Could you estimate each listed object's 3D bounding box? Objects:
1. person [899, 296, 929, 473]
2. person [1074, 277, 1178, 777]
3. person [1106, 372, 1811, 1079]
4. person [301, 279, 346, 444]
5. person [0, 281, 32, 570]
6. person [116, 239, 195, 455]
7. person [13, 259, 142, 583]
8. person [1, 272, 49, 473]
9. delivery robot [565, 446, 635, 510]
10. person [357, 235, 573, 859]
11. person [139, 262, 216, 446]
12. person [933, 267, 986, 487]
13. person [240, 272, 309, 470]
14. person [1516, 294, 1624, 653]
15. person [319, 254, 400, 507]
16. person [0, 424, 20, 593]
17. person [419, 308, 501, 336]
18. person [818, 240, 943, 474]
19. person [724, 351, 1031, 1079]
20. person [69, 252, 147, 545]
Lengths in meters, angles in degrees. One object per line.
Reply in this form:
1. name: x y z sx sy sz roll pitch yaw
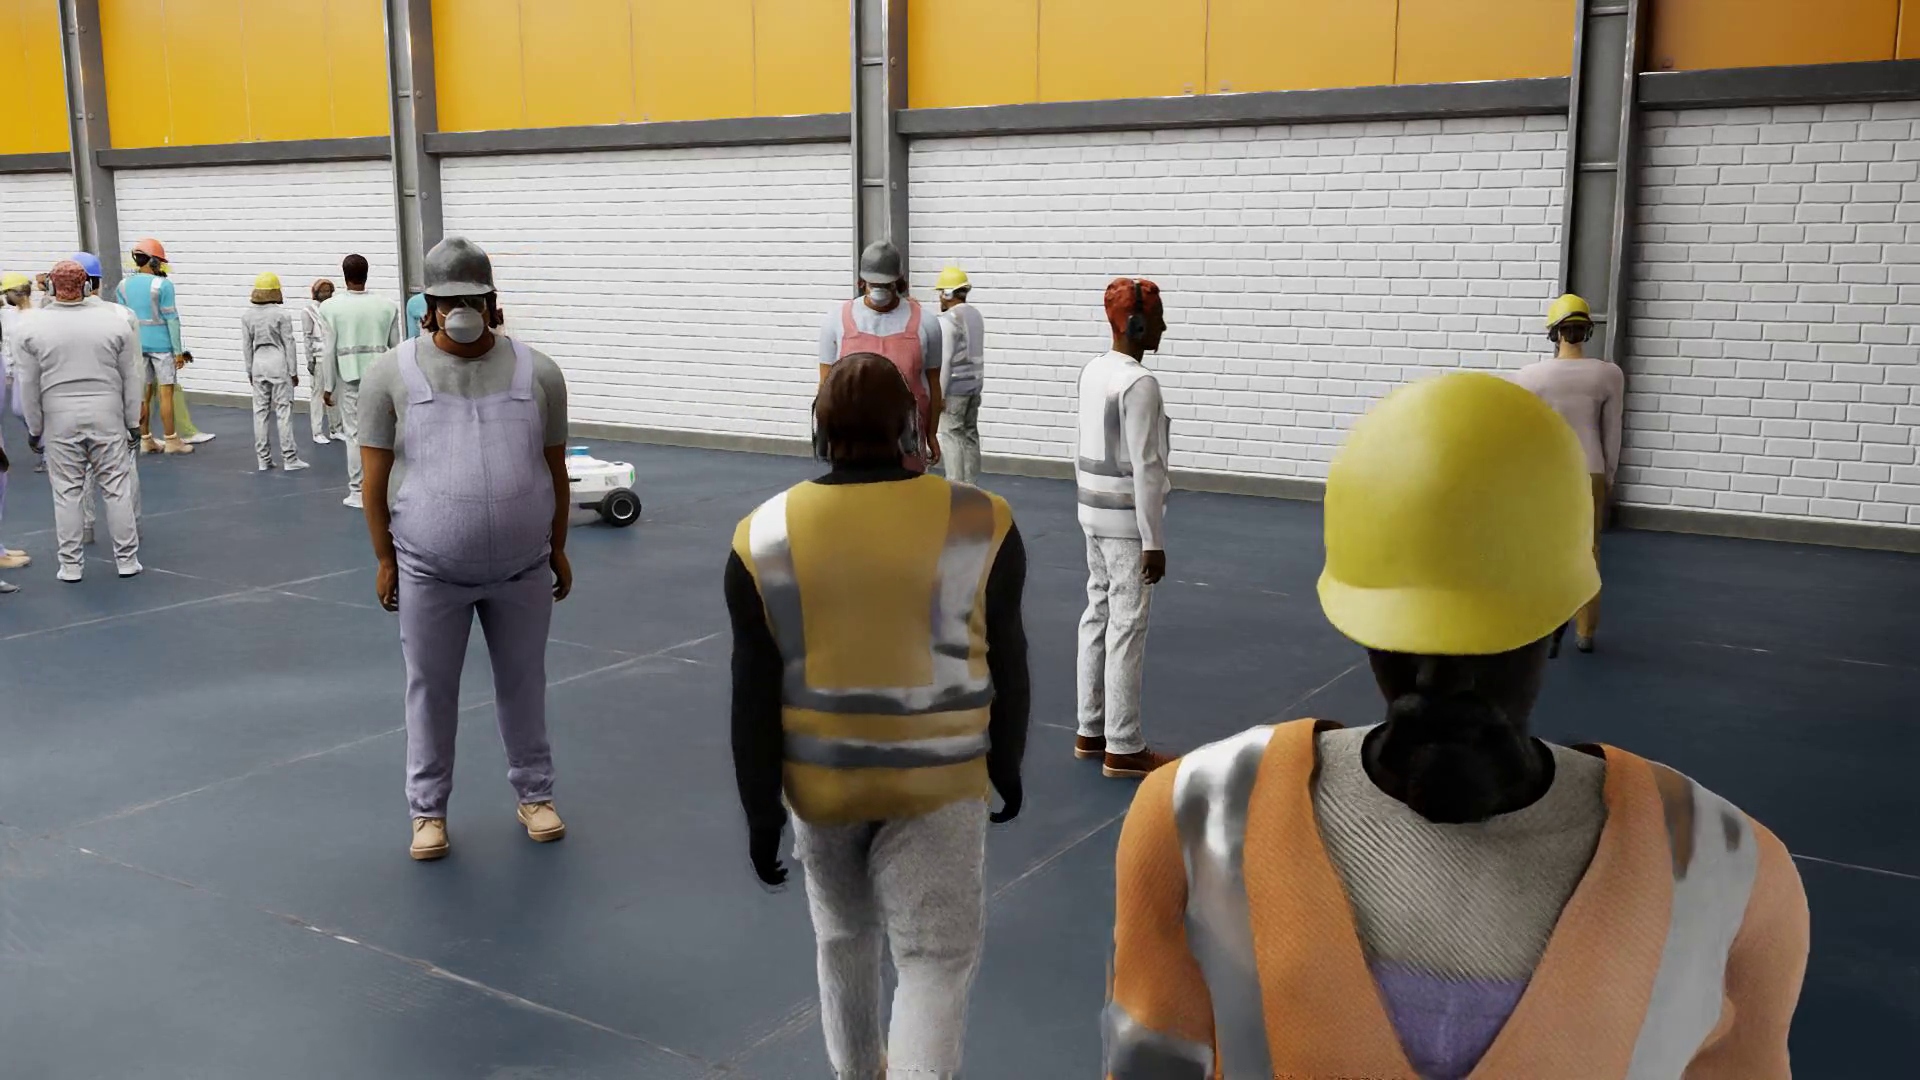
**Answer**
1. person: -0.347 -0.865 11.535 0.315 1.640 0.515 1 10 3
2. person: 0.625 -0.046 6.317 0.341 1.882 0.587 -3 11 -19
3. person: 0.435 0.811 1.530 0.636 1.931 0.462 3 11 15
4. person: -6.337 -1.784 16.632 0.307 1.636 0.525 5 11 24
5. person: -5.976 -0.718 10.200 0.347 1.834 0.518 -7 12 -34
6. person: -7.584 -1.810 15.680 0.611 2.033 0.385 2 10 13
7. person: -5.206 -0.699 9.877 0.643 1.909 0.410 -6 12 -30
8. person: -8.132 -1.482 14.679 0.604 1.745 0.444 6 12 31
9. delivery robot: -2.686 -0.422 11.825 0.707 0.478 0.477 -4 11 -21
10. person: -1.594 0.026 5.487 0.683 2.000 0.537 -5 11 -25
11. person: -7.758 -1.858 16.314 0.824 1.896 0.588 -3 11 -15
12. person: -0.023 -1.156 12.649 0.413 1.822 0.613 5 12 28
13. person: -6.061 -1.484 14.678 0.483 1.745 0.304 2 10 10
14. person: 2.955 -0.316 8.157 0.524 1.764 0.323 1 10 3
15. person: -4.532 -1.205 12.647 0.597 1.916 0.372 -7 12 -34
16. person: -5.572 -0.524 9.336 0.338 1.747 0.572 2 10 11
17. person: -3.375 -1.009 11.548 0.628 1.941 0.893 3 11 17
18. person: -0.418 -0.593 8.918 0.676 2.000 0.536 -1 10 -5
19. person: -0.167 0.513 3.457 0.616 1.811 0.916 1 10 5
20. person: -5.762 -0.938 11.107 0.608 1.941 0.416 -6 12 -30
